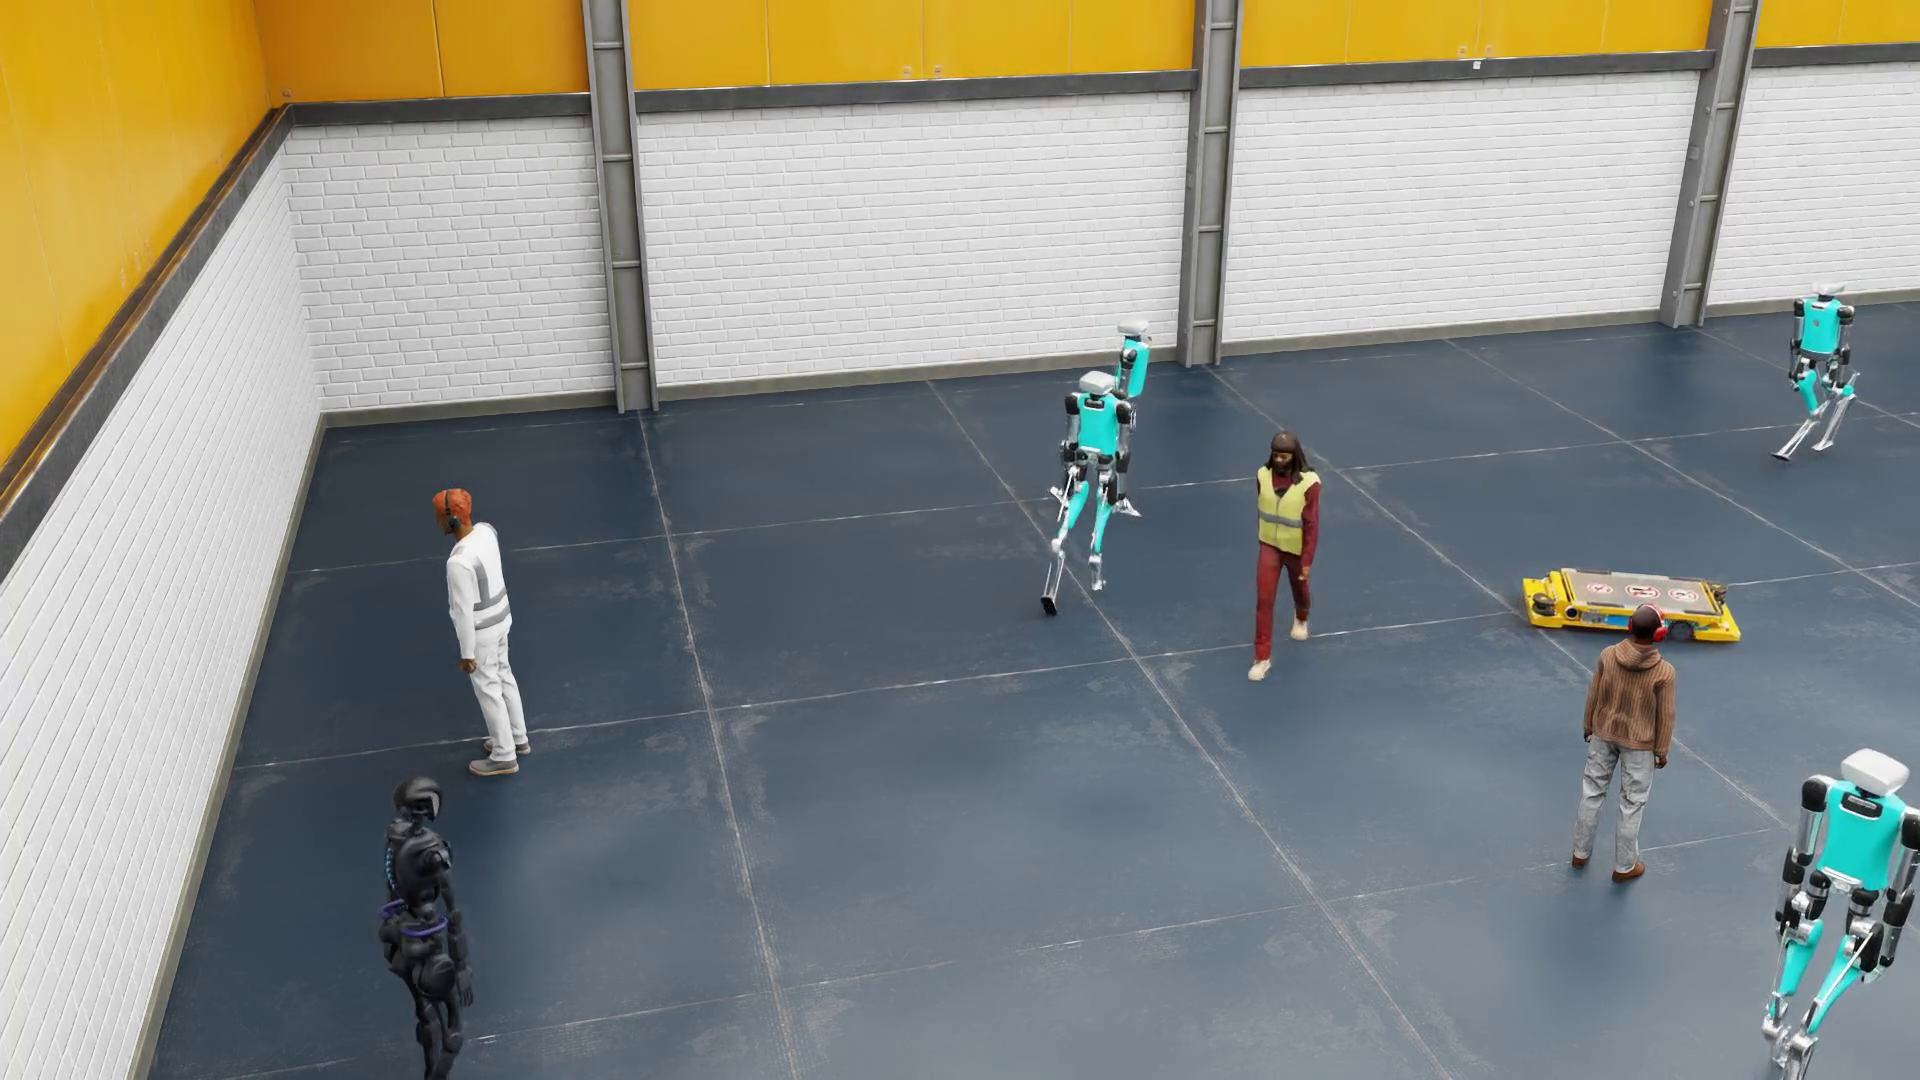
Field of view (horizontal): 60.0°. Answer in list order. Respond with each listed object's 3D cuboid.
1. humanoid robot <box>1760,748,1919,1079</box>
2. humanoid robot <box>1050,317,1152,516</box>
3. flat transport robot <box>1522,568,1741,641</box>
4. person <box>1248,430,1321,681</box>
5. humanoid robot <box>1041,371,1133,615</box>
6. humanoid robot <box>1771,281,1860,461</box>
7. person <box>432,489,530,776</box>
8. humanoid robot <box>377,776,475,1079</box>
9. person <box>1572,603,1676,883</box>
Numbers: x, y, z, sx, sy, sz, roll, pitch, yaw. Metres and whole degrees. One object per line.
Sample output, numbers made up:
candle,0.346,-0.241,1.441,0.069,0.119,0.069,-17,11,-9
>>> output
humanoid robot,3.815,1.830,7.408,0.828,1.797,0.541,-20,31,-38
humanoid robot,1.095,-1.038,13.928,0.968,1.774,0.536,10,26,21
flat transport robot,4.937,0.476,12.279,1.431,0.231,0.659,5,24,10
person,2.266,0.028,11.488,0.478,1.729,0.932,12,27,26
humanoid robot,0.853,-0.291,12.231,0.535,1.774,0.953,14,27,28
humanoid robot,7.798,-1.510,14.992,1.053,1.734,0.565,-15,28,-31
person,-2.918,0.557,10.113,0.361,1.875,0.569,2,24,5
humanoid robot,-2.437,1.838,7.450,0.616,1.646,0.465,20,31,38
person,3.636,1.111,9.118,0.468,1.650,0.309,19,30,36
